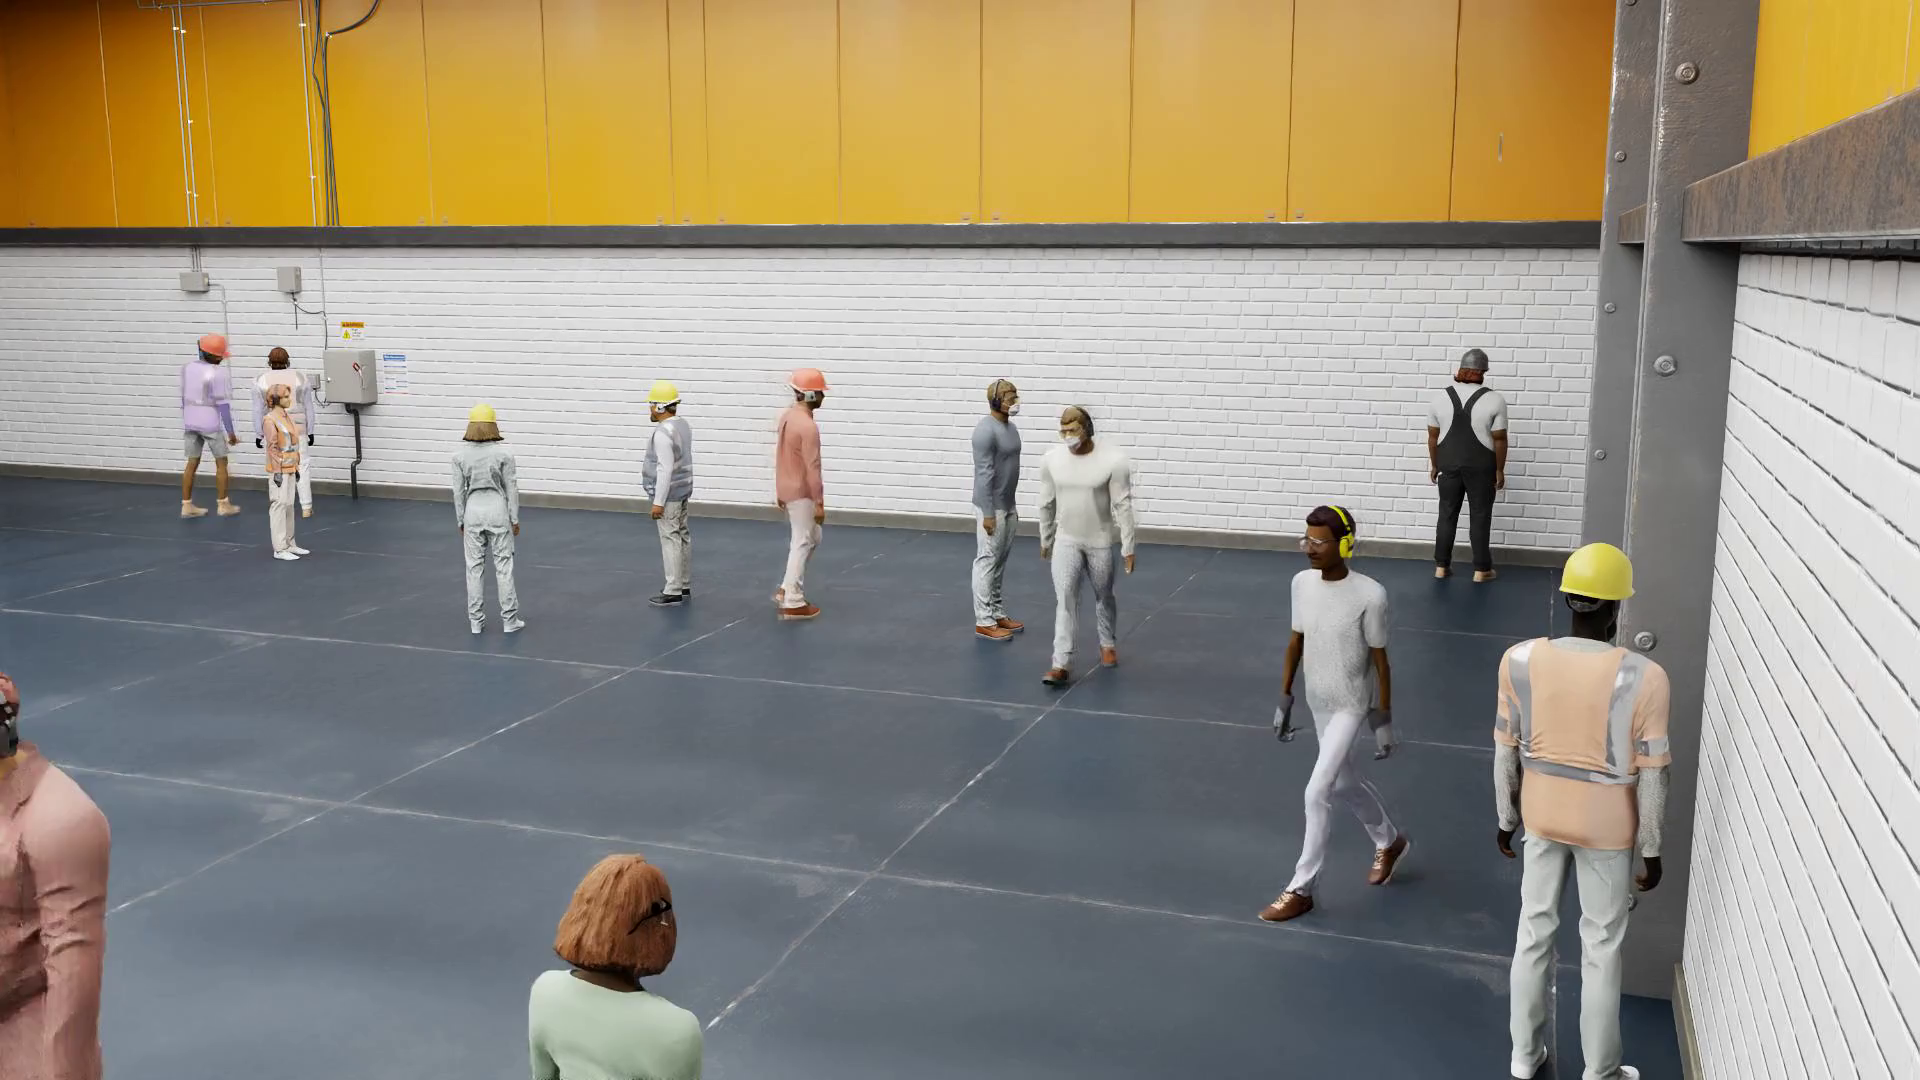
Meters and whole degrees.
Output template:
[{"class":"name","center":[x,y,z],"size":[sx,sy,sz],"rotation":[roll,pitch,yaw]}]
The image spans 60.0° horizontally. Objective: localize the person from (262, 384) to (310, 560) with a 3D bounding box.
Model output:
[{"class":"person","center":[-6.321,-0.638,15.533],"size":[0.307,1.644,0.514],"rotation":[-1,10,-4]}]

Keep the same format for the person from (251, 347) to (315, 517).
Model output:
[{"class":"person","center":[-7.244,-1.146,17.835],"size":[0.621,1.845,0.429],"rotation":[-5,11,-26]}]

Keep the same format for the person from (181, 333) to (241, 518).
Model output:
[{"class":"person","center":[-8.074,-1.218,17.814],"size":[0.655,1.990,0.481],"rotation":[4,11,20]}]

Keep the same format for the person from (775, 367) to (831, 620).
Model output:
[{"class":"person","center":[-1.226,-0.358,12.996],"size":[0.452,1.977,0.665],"rotation":[-5,11,-24]}]

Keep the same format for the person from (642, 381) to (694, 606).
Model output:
[{"class":"person","center":[-2.381,-0.379,13.538],"size":[0.403,1.835,0.586],"rotation":[2,10,9]}]

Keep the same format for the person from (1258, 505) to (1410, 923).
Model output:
[{"class":"person","center":[1.710,0.724,7.367],"size":[0.940,1.831,0.522],"rotation":[-7,12,-33]}]

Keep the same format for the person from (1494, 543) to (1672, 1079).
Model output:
[{"class":"person","center":[2.125,0.963,5.712],"size":[0.586,1.928,0.369],"rotation":[8,13,39]}]

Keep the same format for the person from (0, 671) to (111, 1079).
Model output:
[{"class":"person","center":[-2.428,1.236,4.302],"size":[0.708,1.893,0.470],"rotation":[5,11,25]}]

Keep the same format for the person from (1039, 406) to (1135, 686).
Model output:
[{"class":"person","center":[0.852,0.022,11.231],"size":[0.698,1.870,1.065],"rotation":[3,11,18]}]

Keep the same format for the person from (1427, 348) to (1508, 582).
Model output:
[{"class":"person","center":[4.463,-0.666,14.572],"size":[0.688,2.000,0.536],"rotation":[7,12,34]}]

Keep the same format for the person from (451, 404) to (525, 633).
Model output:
[{"class":"person","center":[-3.564,-0.158,12.566],"size":[0.484,1.738,0.305],"rotation":[0,10,-3]}]

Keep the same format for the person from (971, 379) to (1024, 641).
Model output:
[{"class":"person","center":[0.286,-0.234,12.423],"size":[0.374,1.941,0.627],"rotation":[4,11,21]}]

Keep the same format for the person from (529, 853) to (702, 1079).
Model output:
[{"class":"person","center":[-0.735,1.478,3.665],"size":[0.508,1.628,0.279],"rotation":[7,12,36]}]
